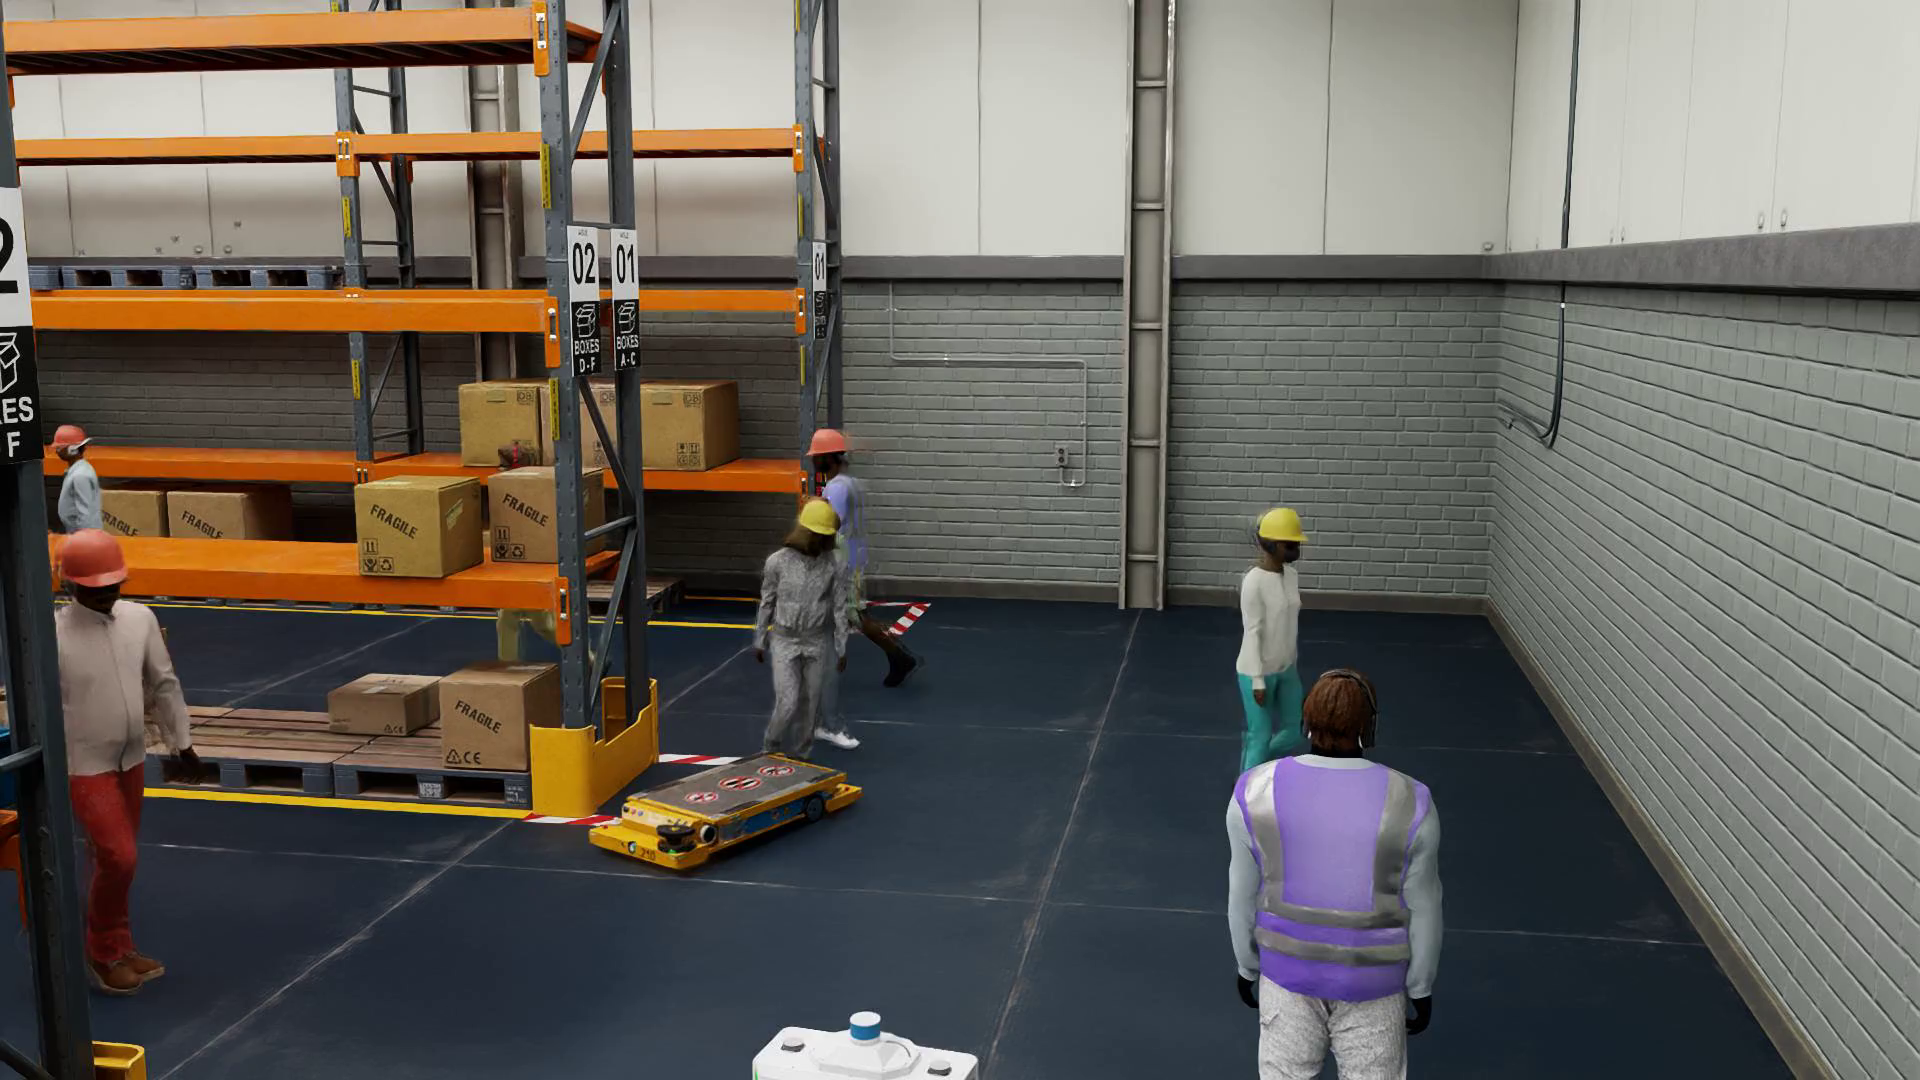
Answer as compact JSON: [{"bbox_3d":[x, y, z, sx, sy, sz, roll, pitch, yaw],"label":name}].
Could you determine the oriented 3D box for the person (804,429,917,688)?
[{"bbox_3d":[-0.790,0.151,11.859,0.939,1.899,0.558,-1,9,-7],"label":"person"}]

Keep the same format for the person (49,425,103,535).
[{"bbox_3d":[-7.227,-0.076,13.653,0.339,1.751,0.577,-6,11,-32],"label":"person"}]

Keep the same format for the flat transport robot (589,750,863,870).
[{"bbox_3d":[-1.230,1.420,8.947,0.652,0.197,1.431,7,11,36],"label":"flat transport robot"}]

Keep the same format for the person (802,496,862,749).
[{"bbox_3d":[-0.795,0.522,10.423,0.601,1.603,0.497,5,10,27],"label":"person"}]

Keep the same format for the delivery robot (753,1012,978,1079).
[{"bbox_3d":[-0.307,1.795,5.456,0.707,0.478,0.477,3,10,18],"label":"delivery robot"}]

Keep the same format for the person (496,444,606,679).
[{"bbox_3d":[-2.944,0.230,11.565,0.825,1.817,0.579,0,9,1],"label":"person"}]

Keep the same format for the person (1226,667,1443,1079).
[{"bbox_3d":[1.107,1.282,4.946,0.626,1.844,0.429,3,10,19],"label":"person"}]

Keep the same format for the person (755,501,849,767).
[{"bbox_3d":[-0.882,0.612,9.507,0.508,1.706,0.495,-4,10,-25],"label":"person"}]

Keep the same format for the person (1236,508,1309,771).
[{"bbox_3d":[1.655,0.698,8.832,0.356,1.759,0.541,9,13,44],"label":"person"}]

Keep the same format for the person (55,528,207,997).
[{"bbox_3d":[-3.500,0.912,6.835,0.498,1.962,0.651,3,10,16],"label":"person"}]
